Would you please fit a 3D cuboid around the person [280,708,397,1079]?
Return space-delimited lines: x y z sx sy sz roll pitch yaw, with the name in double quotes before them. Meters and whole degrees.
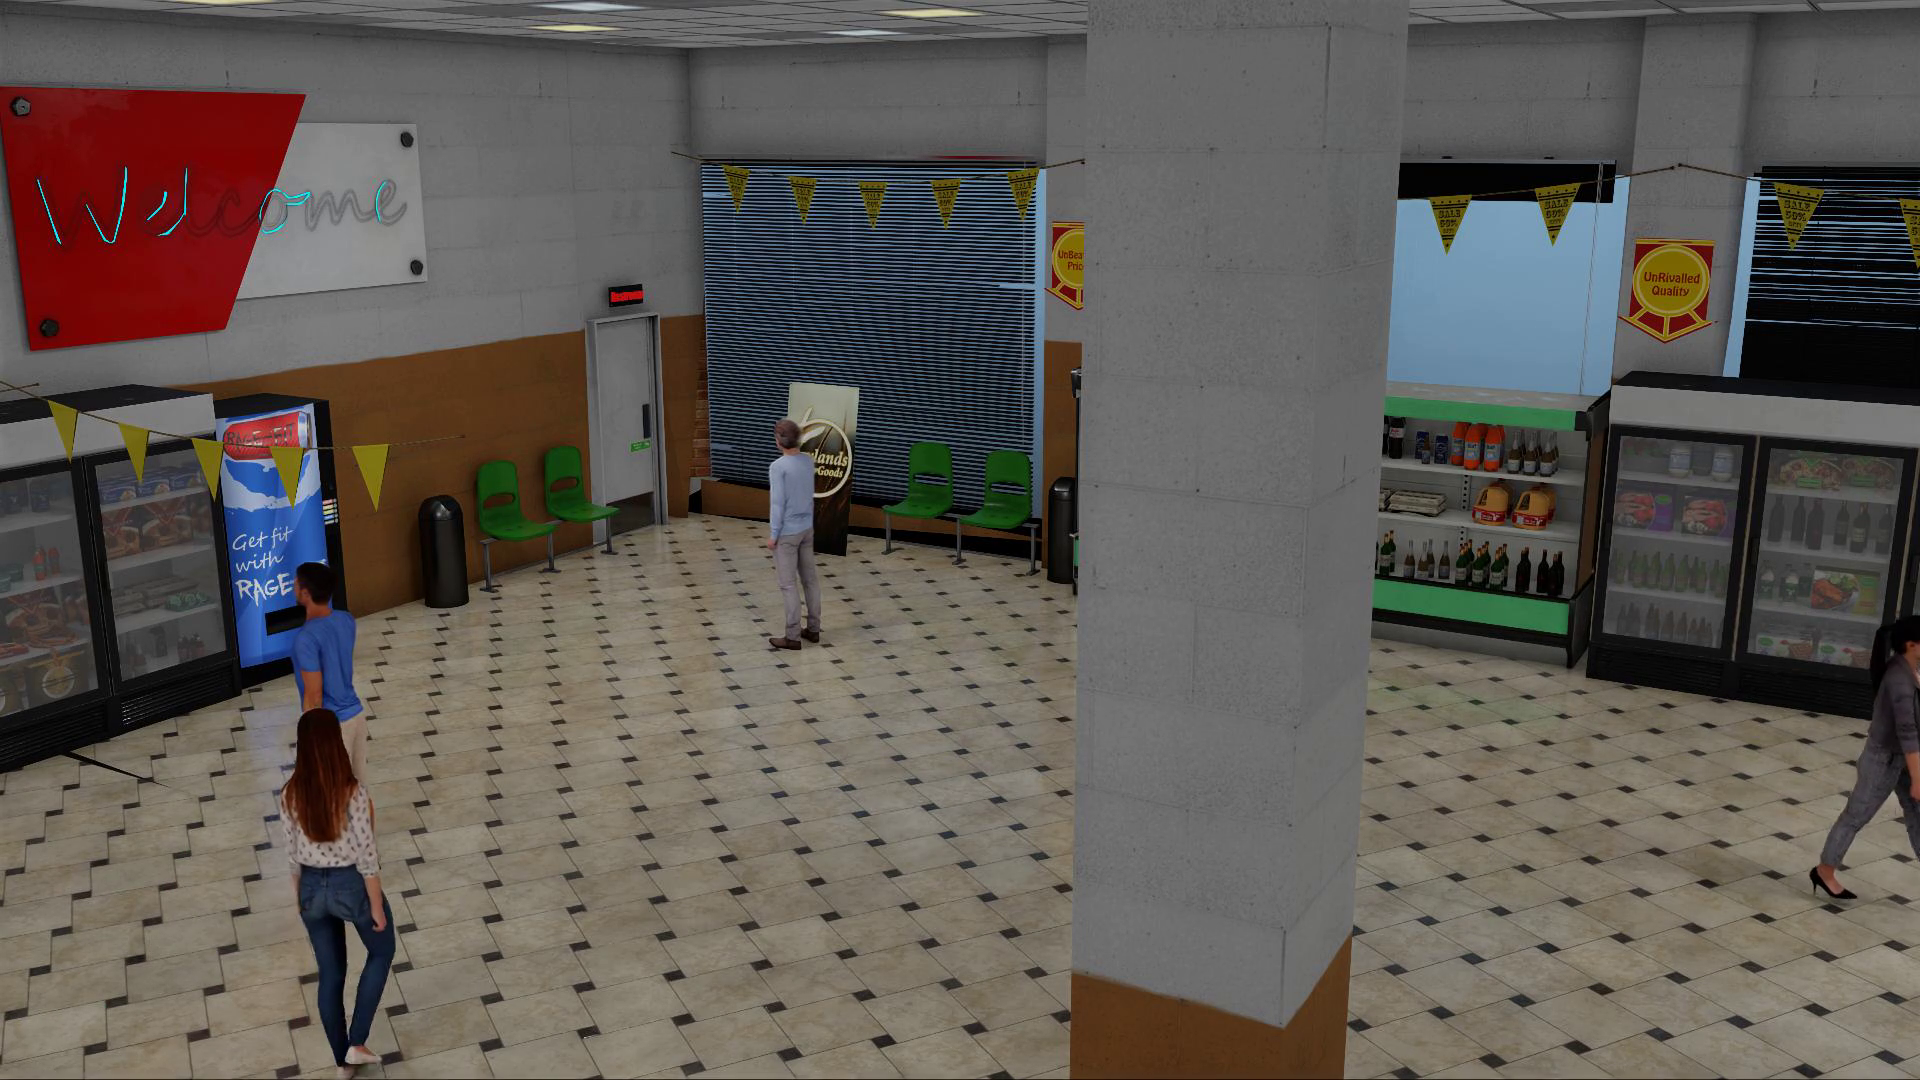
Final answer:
"person" -2.729 1.584 7.215 0.670 1.722 0.764 1 14 5

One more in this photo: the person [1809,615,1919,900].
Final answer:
"person" 4.893 1.212 8.941 1.048 1.632 0.640 8 16 30

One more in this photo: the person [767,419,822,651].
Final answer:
"person" -1.362 -0.055 13.618 0.597 1.889 0.693 10 17 36

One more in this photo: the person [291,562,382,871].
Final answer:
"person" -3.466 1.026 9.217 0.693 1.863 0.728 3 14 11
